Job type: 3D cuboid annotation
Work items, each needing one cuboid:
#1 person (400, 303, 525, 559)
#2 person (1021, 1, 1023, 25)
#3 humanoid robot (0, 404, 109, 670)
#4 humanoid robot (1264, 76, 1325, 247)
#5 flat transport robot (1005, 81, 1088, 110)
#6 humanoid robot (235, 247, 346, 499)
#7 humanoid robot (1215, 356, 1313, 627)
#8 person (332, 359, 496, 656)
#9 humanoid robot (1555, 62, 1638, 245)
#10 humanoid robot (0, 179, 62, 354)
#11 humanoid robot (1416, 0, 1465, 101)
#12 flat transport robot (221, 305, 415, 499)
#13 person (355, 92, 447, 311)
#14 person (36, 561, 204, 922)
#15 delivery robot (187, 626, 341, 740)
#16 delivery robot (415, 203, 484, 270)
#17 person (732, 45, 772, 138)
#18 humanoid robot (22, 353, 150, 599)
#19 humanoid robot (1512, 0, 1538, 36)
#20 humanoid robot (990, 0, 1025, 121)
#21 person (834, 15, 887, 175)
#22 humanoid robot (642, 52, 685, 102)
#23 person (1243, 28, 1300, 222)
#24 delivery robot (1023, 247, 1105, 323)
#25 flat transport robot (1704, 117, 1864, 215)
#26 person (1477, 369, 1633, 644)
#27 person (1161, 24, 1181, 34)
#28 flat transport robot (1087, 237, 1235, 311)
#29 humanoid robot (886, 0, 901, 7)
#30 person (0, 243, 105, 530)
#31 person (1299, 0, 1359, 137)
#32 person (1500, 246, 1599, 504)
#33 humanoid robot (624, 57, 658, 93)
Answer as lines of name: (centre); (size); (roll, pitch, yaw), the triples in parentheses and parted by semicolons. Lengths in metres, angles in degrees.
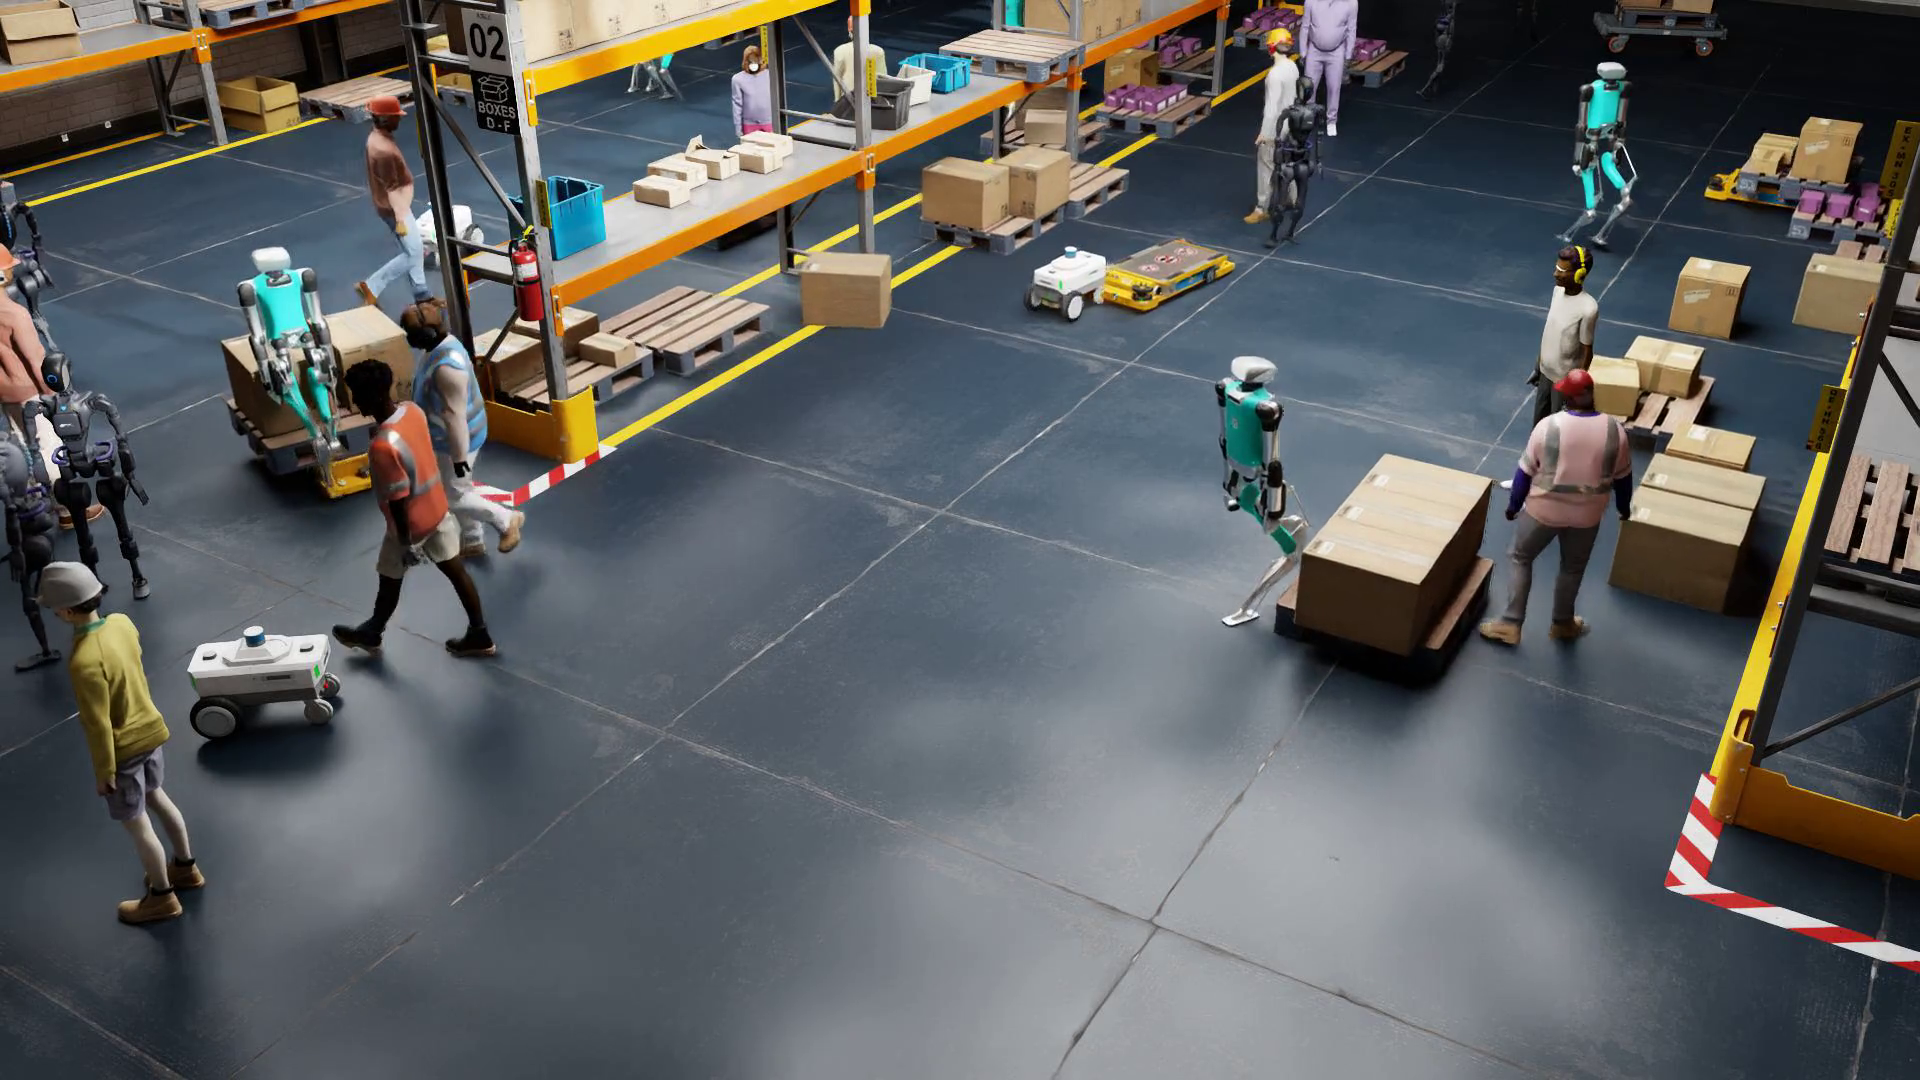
person: (-3.154, -0.646, 10.516); (0.526, 1.819, 0.693); (-12, 32, -21)
person: (1.069, -8.325, 24.082); (0.520, 1.835, 0.424); (16, 33, 26)
humanoid robot: (-5.380, -0.062, 9.649); (0.521, 1.658, 0.590); (-13, 32, -21)
humanoid robot: (3.232, -3.619, 15.925); (0.588, 1.644, 0.321); (-13, 32, -22)
flat transport robot: (0.992, -5.658, 20.950); (0.659, 0.231, 1.431); (17, 34, 27)
humanoid robot: (-4.437, -1.061, 11.342); (0.531, 1.786, 0.812); (-21, 36, -33)
humanoid robot: (1.986, -0.325, 10.045); (0.955, 1.780, 0.557); (-14, 32, -24)
person: (-3.257, -0.159, 9.544); (1.013, 1.918, 0.611); (5, 30, 9)
humanoid robot: (6.145, -3.583, 15.808); (0.539, 1.783, 0.878); (-7, 30, -13)
humanoid robot: (-7.552, -2.112, 13.246); (0.353, 1.654, 0.604); (20, 35, 31)
humanoid robot: (6.011, -6.321, 20.703); (0.466, 1.644, 0.610); (5, 30, 9)
flat transport robot: (-4.556, -0.718, 12.212); (0.659, 0.231, 1.431); (-21, 35, -32)
person: (-4.880, -2.844, 14.247); (0.699, 1.964, 0.637); (-10, 31, -17)
person: (-3.849, 0.928, 7.673); (0.413, 1.880, 0.486); (0, 29, -1)
delivery robot: (-3.917, 0.770, 9.309); (0.811, 0.613, 0.499); (-4, 30, -8)
delivery robot: (-4.942, -2.936, 15.849); (0.499, 0.598, 0.789); (8, 30, 13)
person: (-2.074, -4.271, 17.120); (0.508, 1.620, 0.279); (-6, 30, -10)
humanoid robot: (-5.311, -0.372, 10.154); (0.599, 1.657, 0.315); (-8, 30, -14)
humanoid robot: (8.184, -8.069, 23.808); (0.611, 1.634, 0.635); (1, 30, 2)
humanoid robot: (0.748, -5.967, 20.012); (0.530, 1.759, 0.974); (13, 32, 22)
person: (-1.049, -4.766, 17.887); (0.580, 1.726, 0.393); (6, 30, 10)
humanoid robot: (-3.711, -6.296, 20.591); (0.714, 1.799, 0.544); (-22, 36, -33)
person: (3.197, -4.167, 16.701); (0.428, 1.864, 0.829); (21, 36, 33)
delivery robot: (0.958, -2.278, 14.692); (0.499, 0.606, 0.807); (23, 36, 34)
flat transport robot: (8.607, -3.628, 17.360); (1.431, 0.231, 0.659); (18, 34, 28)
person: (3.535, -0.172, 9.764); (0.812, 1.731, 0.443); (4, 30, 8)
person: (3.105, -8.200, 23.988); (0.931, 1.693, 0.564); (-22, 36, -34)
flat transport robot: (1.859, -2.452, 15.279); (0.659, 0.231, 1.431); (24, 37, 36)
humanoid robot: (-1.063, -9.090, 25.587); (0.592, 1.641, 0.434); (-3, 30, -5)
person: (-6.178, -1.015, 10.985); (0.624, 1.992, 0.384); (13, 32, 22)
person: (4.245, -5.653, 19.291); (0.643, 1.900, 0.402); (7, 30, 12)
person: (4.036, -1.096, 11.256); (0.309, 1.868, 0.531); (-6, 30, -10)
humanoid robot: (-4.078, -6.511, 20.952); (0.559, 1.737, 0.853); (21, 35, 32)
